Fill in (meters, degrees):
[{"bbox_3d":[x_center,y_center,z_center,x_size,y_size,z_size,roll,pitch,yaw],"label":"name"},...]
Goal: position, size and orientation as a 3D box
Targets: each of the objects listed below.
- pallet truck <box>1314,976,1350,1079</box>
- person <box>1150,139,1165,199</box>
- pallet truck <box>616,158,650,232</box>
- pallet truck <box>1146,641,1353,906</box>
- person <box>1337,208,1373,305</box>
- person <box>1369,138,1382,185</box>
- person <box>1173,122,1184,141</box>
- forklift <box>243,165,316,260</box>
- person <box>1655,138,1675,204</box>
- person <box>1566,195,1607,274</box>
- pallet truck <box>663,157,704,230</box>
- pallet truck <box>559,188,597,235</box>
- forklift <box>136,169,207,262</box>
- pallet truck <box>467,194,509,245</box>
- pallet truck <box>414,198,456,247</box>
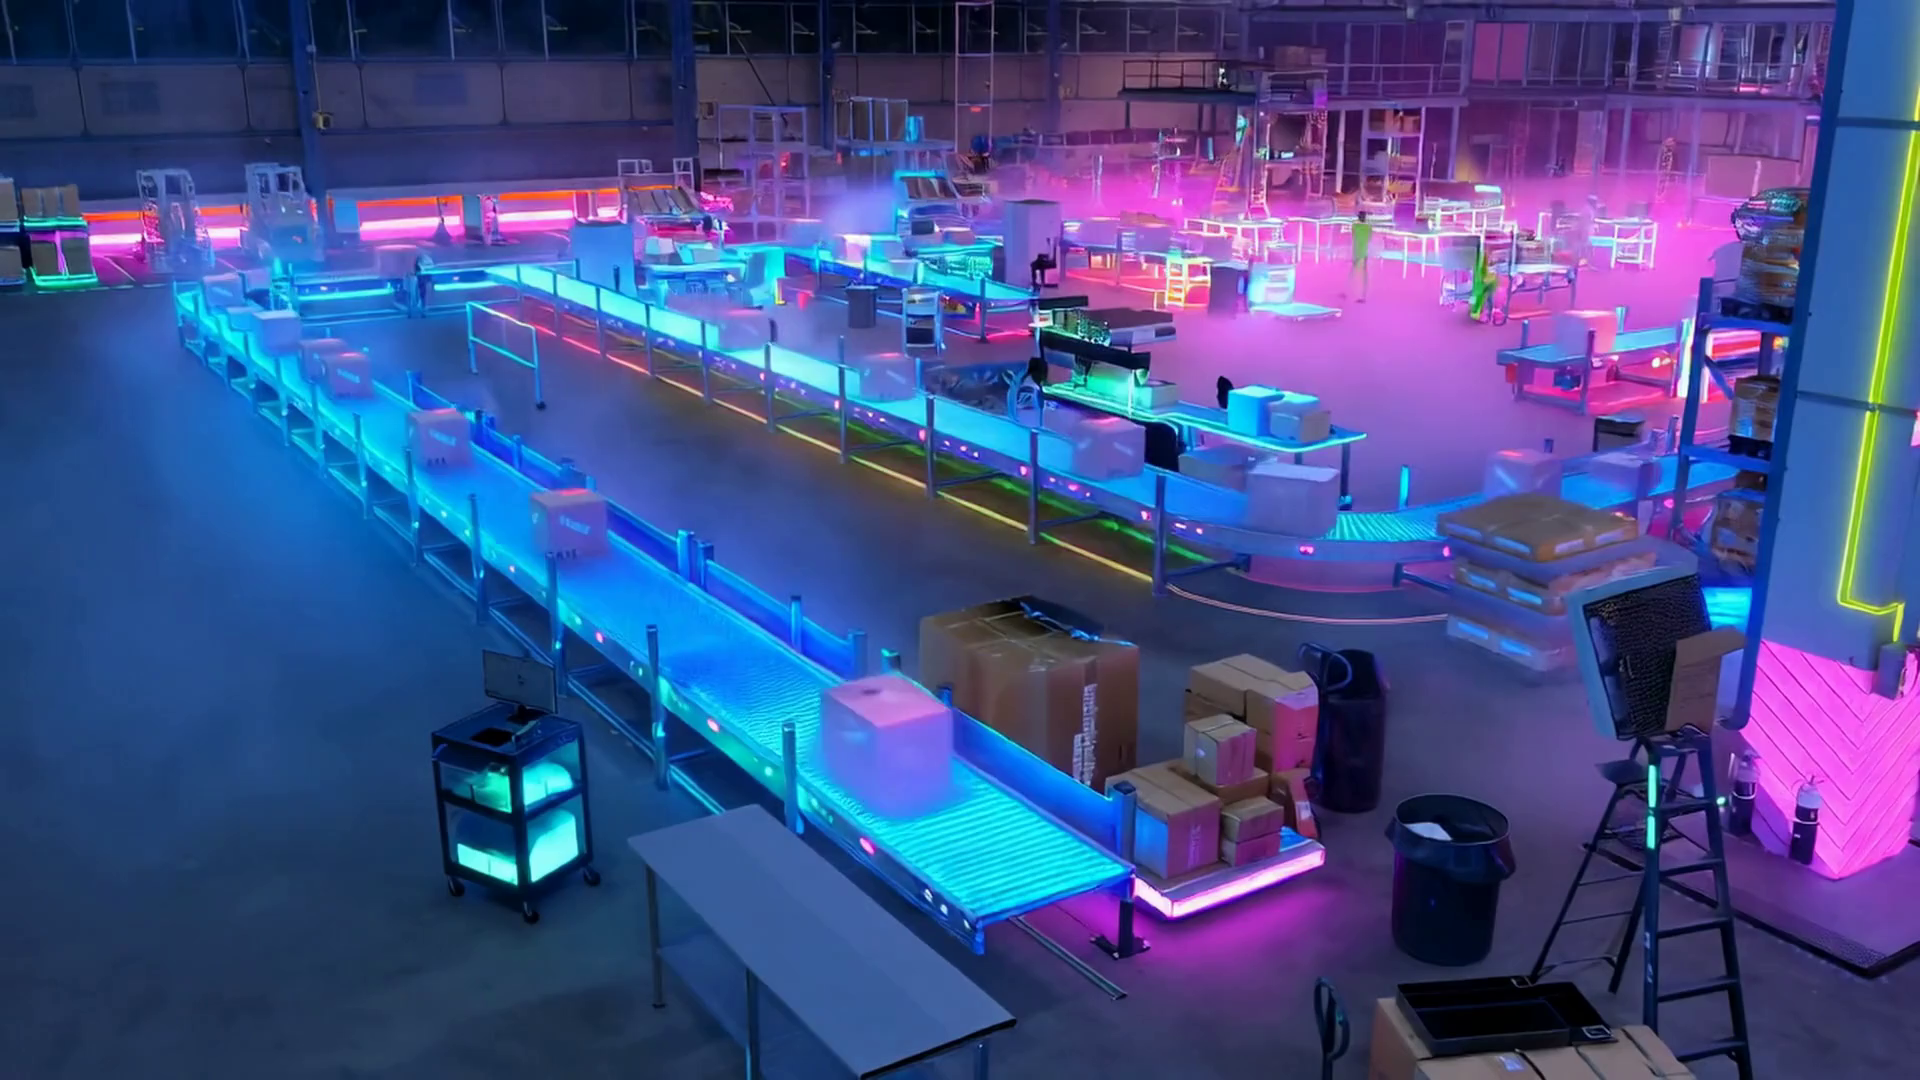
[{"bbox_3d":[2.299,2.390,7.086,1.601,1.201,0.680,-2,17,-7],"label":"pallet truck"},{"bbox_3d":[6.421,-12.030,53.949,0.574,1.883,0.355,-10,20,-31],"label":"person"},{"bbox_3d":[-8.918,-9.176,44.255,0.823,1.965,1.885,-9,19,-27],"label":"pallet truck"},{"bbox_3d":[1.664,1.407,10.232,1.630,1.274,0.653,-10,20,-31],"label":"pallet truck"},{"bbox_3d":[7.742,-5.535,32.416,0.559,1.827,0.944,-5,17,-16],"label":"person"},{"bbox_3d":[14.791,-13.499,58.793,0.722,1.914,0.546,15,22,40],"label":"person"},{"bbox_3d":[8.615,-15.361,65.006,0.902,1.885,0.610,10,19,30],"label":"person"},{"bbox_3d":[-15.898,-7.669,38.708,1.157,1.987,2.680,-11,20,-33],"label":"forklift"},{"bbox_3d":[22.194,-11.606,52.276,0.605,2.036,0.388,-10,20,-31],"label":"person"},{"bbox_3d":[13.754,-6.679,36.413,0.922,1.720,0.520,4,17,13],"label":"person"},{"bbox_3d":[-7.586,-9.308,44.692,0.823,1.965,1.885,-11,20,-33],"label":"pallet truck"},{"bbox_3d":[-10.010,-8.652,43.699,0.653,1.274,1.630,-10,20,-31],"label":"pallet truck"},{"bbox_3d":[-17.842,-7.318,37.559,1.157,1.987,2.680,-10,20,-31],"label":"forklift"},{"bbox_3d":[-11.983,-8.177,42.137,0.704,1.261,1.522,-11,20,-33],"label":"pallet truck"},{"bbox_3d":[-13.250,-8.060,41.856,0.680,1.201,1.601,-10,20,-31],"label":"pallet truck"}]
